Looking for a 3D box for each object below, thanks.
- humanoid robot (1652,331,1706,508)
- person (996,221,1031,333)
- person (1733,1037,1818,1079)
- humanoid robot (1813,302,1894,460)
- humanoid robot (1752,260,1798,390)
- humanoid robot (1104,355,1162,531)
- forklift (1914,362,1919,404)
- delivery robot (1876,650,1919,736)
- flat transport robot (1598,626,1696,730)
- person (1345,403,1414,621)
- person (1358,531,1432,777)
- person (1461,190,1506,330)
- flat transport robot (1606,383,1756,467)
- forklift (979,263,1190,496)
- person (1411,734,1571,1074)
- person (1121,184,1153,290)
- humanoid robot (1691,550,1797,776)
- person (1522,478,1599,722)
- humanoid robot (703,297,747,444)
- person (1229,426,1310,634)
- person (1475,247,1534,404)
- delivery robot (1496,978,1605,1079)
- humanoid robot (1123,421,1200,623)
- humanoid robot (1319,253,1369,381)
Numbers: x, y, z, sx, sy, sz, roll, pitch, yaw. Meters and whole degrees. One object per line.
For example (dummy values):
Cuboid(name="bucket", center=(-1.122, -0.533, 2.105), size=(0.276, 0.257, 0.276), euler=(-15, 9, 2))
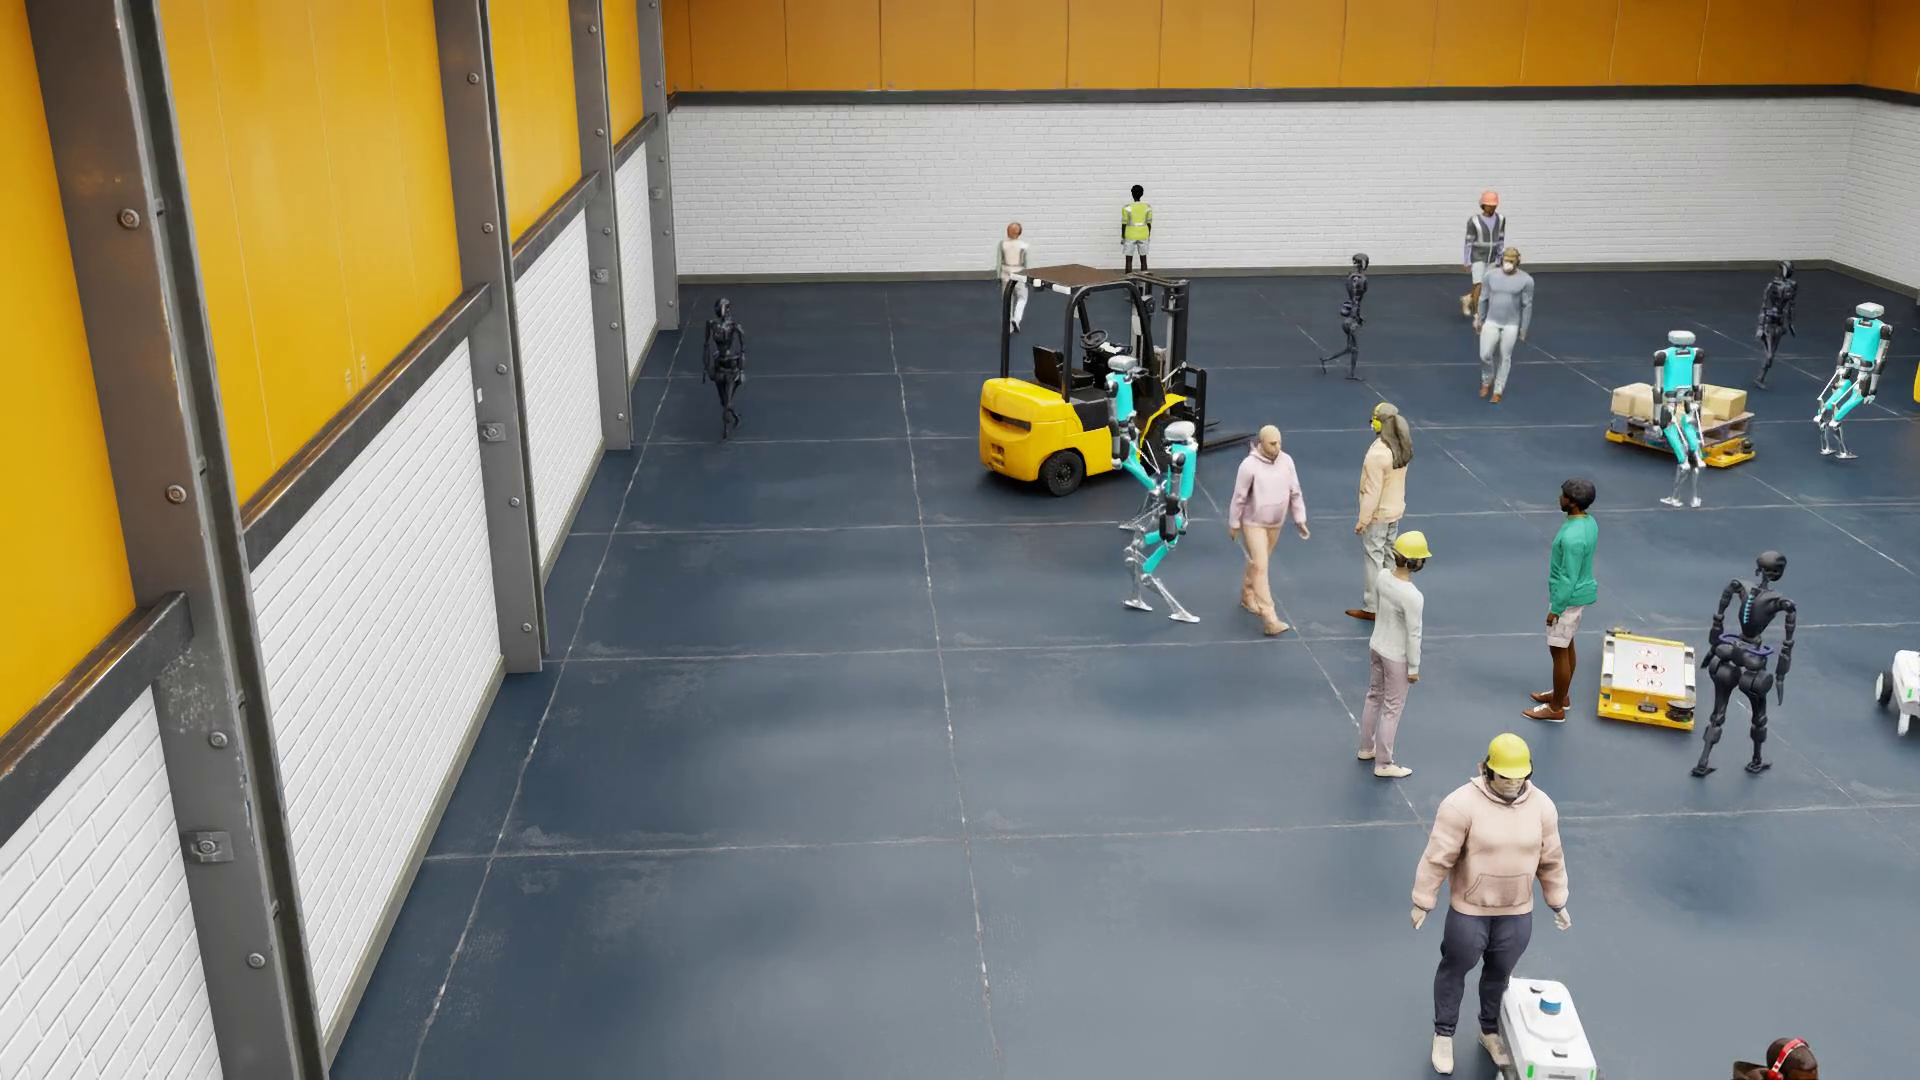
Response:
Cuboid(name="humanoid robot", center=(7.276, -1.166, 16.674), size=(0.542, 1.761, 0.806), euler=(-3, 20, -9))
Cuboid(name="person", center=(0.761, -3.740, 23.851), size=(0.519, 1.626, 0.494), euler=(5, 21, 14))
Cuboid(name="person", center=(3.085, 2.622, 6.472), size=(0.457, 1.651, 0.320), euler=(-14, 24, -33))
Cuboid(name="humanoid robot", center=(9.523, -1.693, 17.914), size=(0.735, 1.677, 0.533), euler=(-9, 22, -24))
Cuboid(name="humanoid robot", center=(10.313, -2.716, 20.999), size=(0.584, 1.642, 0.517), euler=(-8, 22, -21))
Cuboid(name="humanoid robot", center=(1.725, -0.801, 15.859), size=(0.738, 1.894, 0.530), euler=(9, 22, 22))
Cuboid(name="forklift", center=(12.602, -2.435, 19.475), size=(2.313, 2.155, 1.214), euler=(-1, 20, -4))
Cuboid(name="delivery robot", center=(7.082, 1.102, 12.236), size=(0.499, 0.612, 0.809), euler=(8, 21, 20))
Cuboid(name="flat transport robot", center=(5.277, 1.048, 12.772), size=(0.659, 0.231, 1.431), euler=(8, 22, 20))
Cuboid(name="person", center=(3.537, -0.231, 13.931), size=(0.406, 1.876, 0.555), euler=(18, 27, 40))
Cuboid(name="person", center=(2.989, 0.770, 11.370), size=(0.337, 1.756, 0.516), euler=(-6, 21, -17))
Cuboid(name="person", center=(7.624, -4.132, 24.353), size=(0.605, 2.017, 0.765), euler=(-6, 21, -17))
Cuboid(name="flat transport robot", center=(8.085, -1.115, 18.665), size=(0.659, 0.231, 1.431), euler=(-14, 25, -34))
Cuboid(name="forklift", center=(1.315, -1.764, 17.646), size=(2.313, 2.155, 1.214), euler=(-14, 24, -33))
Cuboid(name="person", center=(2.660, 1.807, 8.385), size=(0.796, 1.867, 0.410), euler=(-1, 20, -3))
Cuboid(name="person", center=(2.848, -4.886, 26.880), size=(0.530, 1.691, 0.322), euler=(-4, 20, -10))
Cuboid(name="humanoid robot", center=(5.361, 0.833, 11.354), size=(0.605, 1.630, 0.611), euler=(-14, 24, -33))
Cuboid(name="person", center=(4.437, 0.437, 12.145), size=(0.397, 1.850, 0.494), euler=(11, 23, 28))
Cuboid(name="humanoid robot", center=(-2.640, -1.972, 19.016), size=(0.599, 1.642, 0.740), euler=(9, 22, 23))
Cuboid(name="person", center=(2.570, -0.105, 13.789), size=(0.535, 1.732, 0.955), euler=(-9, 22, -24))
Cuboid(name="person", center=(6.636, -2.619, 20.353), size=(0.650, 1.928, 0.451), euler=(9, 22, 23))
Cuboid(name="delivery robot", center=(2.918, 2.546, 8.297), size=(0.499, 0.609, 0.813), euler=(2, 20, 6))
Cuboid(name="humanoid robot", center=(1.610, -0.150, 13.945), size=(0.885, 1.783, 0.556), euler=(7, 21, 19))
Cuboid(name="humanoid robot", center=(4.994, -2.899, 21.499), size=(0.625, 1.631, 0.602), euler=(7, 21, 19))
